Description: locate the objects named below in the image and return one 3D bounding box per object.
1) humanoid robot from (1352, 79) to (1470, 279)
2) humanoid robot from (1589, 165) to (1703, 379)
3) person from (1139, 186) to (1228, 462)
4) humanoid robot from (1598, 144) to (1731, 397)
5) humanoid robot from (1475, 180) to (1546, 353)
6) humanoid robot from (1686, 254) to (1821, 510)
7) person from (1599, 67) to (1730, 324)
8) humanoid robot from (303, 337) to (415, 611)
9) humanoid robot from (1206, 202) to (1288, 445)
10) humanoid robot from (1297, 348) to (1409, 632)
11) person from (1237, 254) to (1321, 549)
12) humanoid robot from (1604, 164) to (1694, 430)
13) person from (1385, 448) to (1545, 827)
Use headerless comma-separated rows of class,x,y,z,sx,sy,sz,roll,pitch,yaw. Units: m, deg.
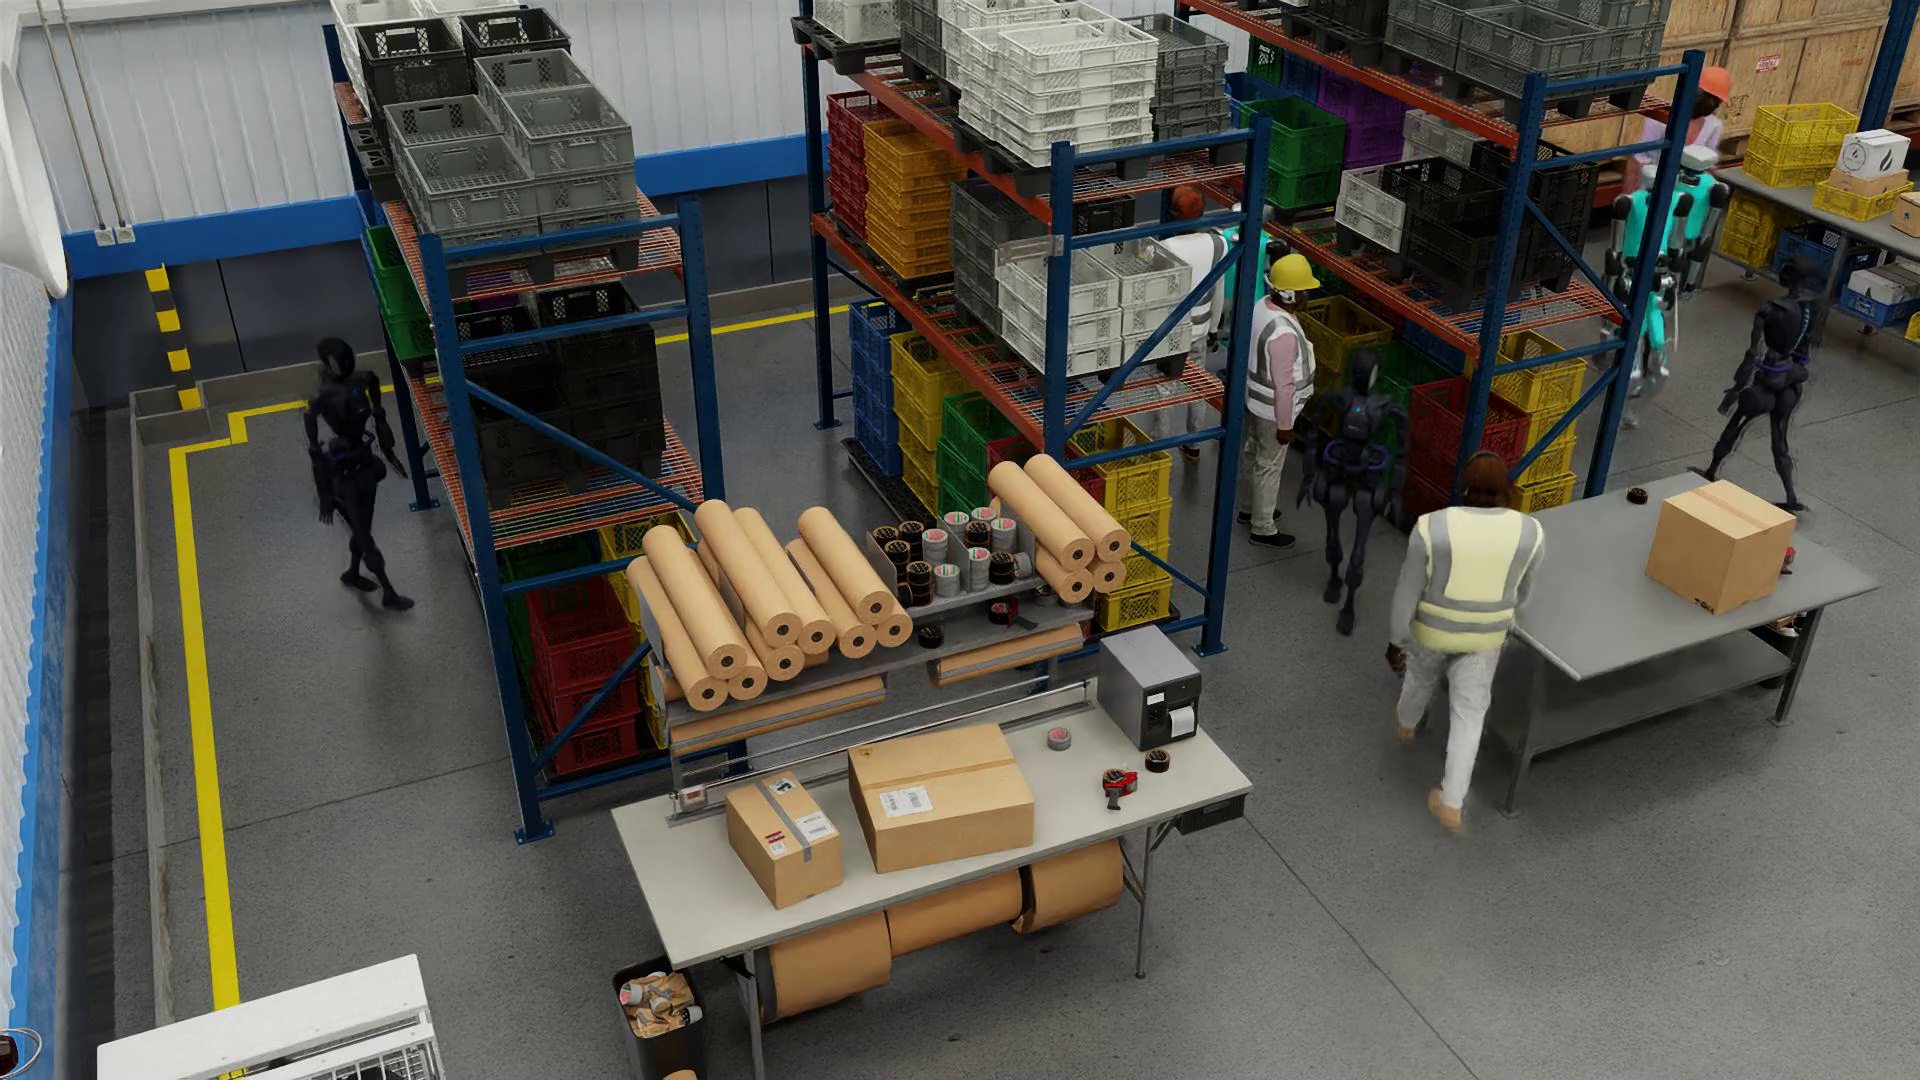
humanoid robot,3.457,-2.862,13.278,1.026,1.772,0.545,18,36,27
humanoid robot,4.902,-1.957,11.817,0.616,1.645,0.445,10,33,16
person,1.399,-1.340,10.606,0.571,1.884,0.357,-10,33,-16
humanoid robot,4.751,-1.820,11.459,0.743,1.723,0.532,-21,37,-30
humanoid robot,3.748,-1.737,11.434,0.599,1.657,0.315,-4,32,-7
humanoid robot,5.024,-0.967,10.245,0.607,1.635,0.770,-15,35,-22
person,5.274,-2.531,12.438,0.657,2.016,0.426,-7,32,-11
humanoid robot,-3.347,-0.390,9.282,0.647,1.637,0.588,15,35,22
humanoid robot,1.898,-1.430,10.826,0.530,1.728,0.729,17,35,25
humanoid robot,2.162,-0.305,9.129,0.602,1.636,0.557,14,34,21
person,1.870,-0.820,9.810,0.404,1.832,0.591,-2,32,-4
humanoid robot,4.586,-1.525,11.095,0.543,1.827,0.753,-2,32,-3
person,2.339,0.420,7.842,0.652,1.785,0.986,4,32,7
